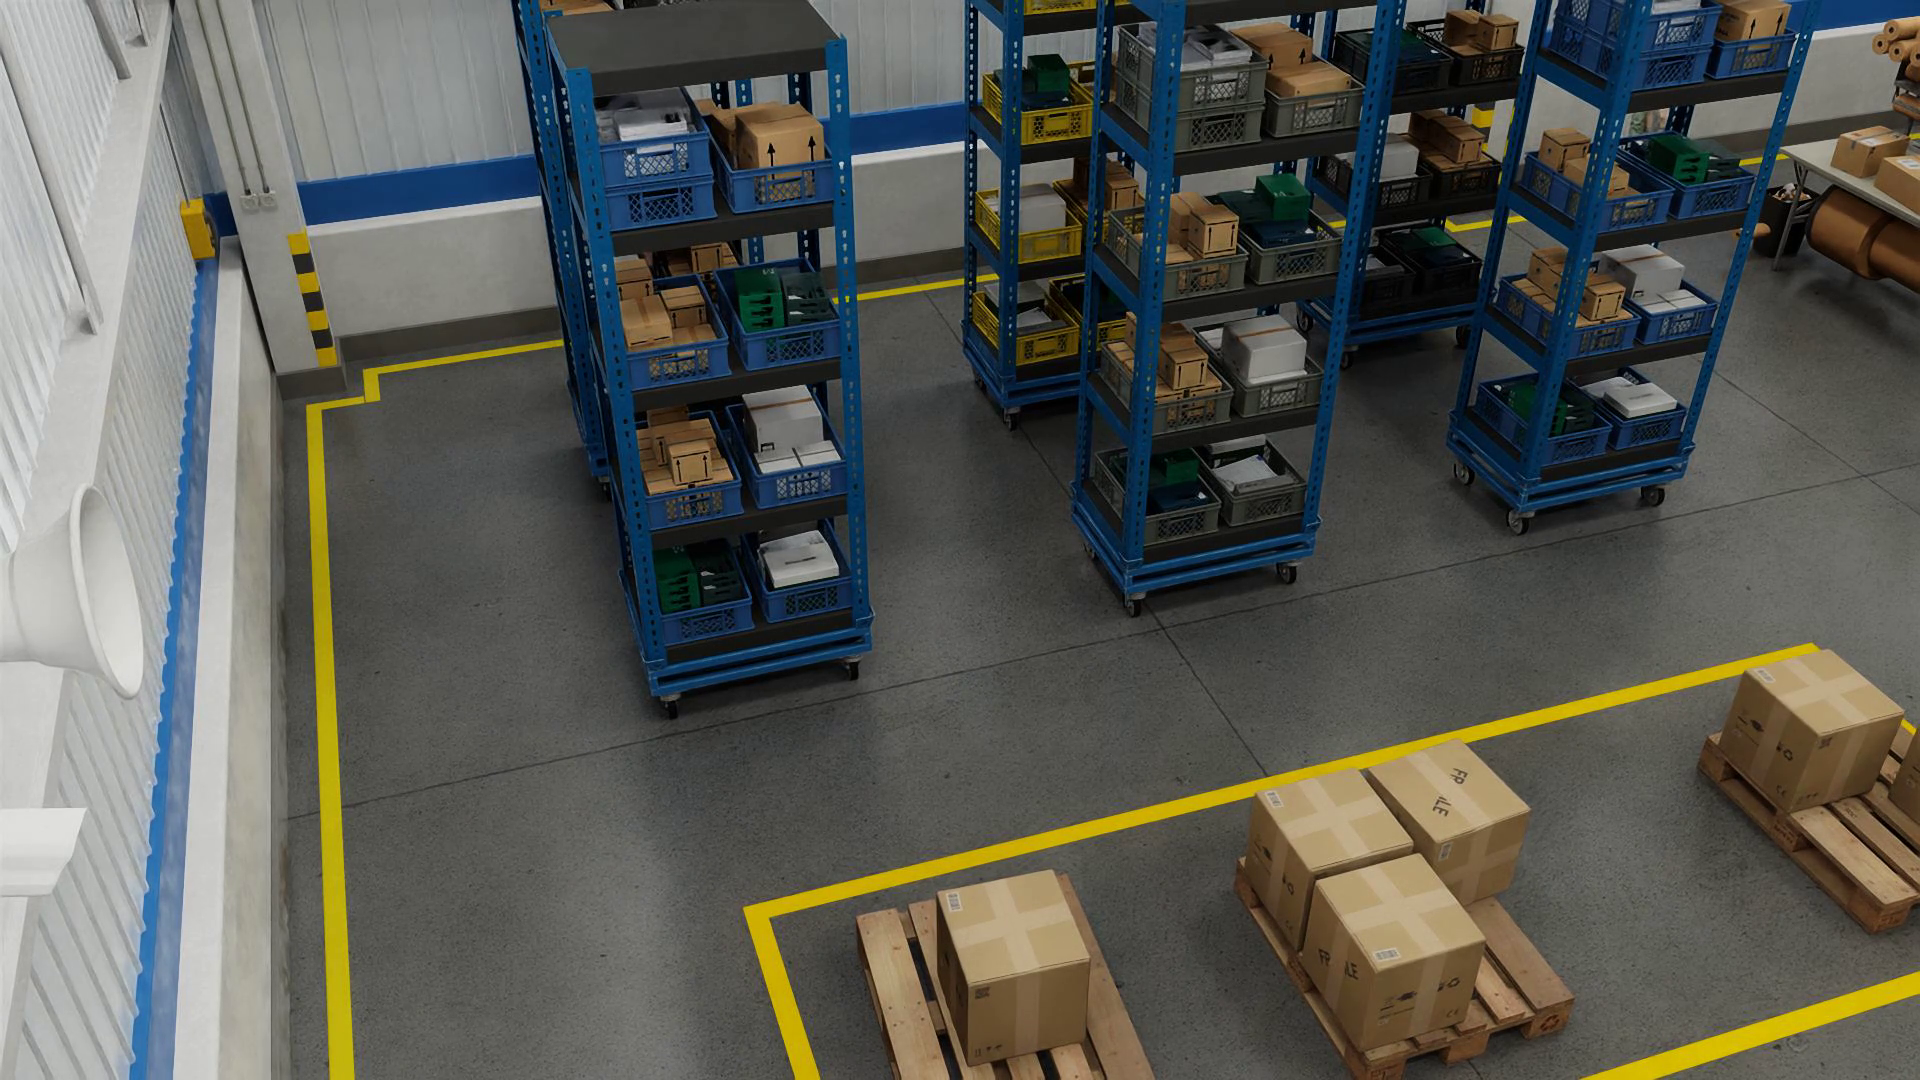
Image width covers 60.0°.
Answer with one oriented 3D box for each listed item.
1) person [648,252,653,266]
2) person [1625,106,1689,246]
[{"bbox_3d":[-2.032,-1.911,11.323,0.933,1.938,0.629,-16,38,-22],"label":"person"},{"bbox_3d":[5.500,-3.086,13.236,0.519,1.633,0.312,-10,36,-13],"label":"person"}]
